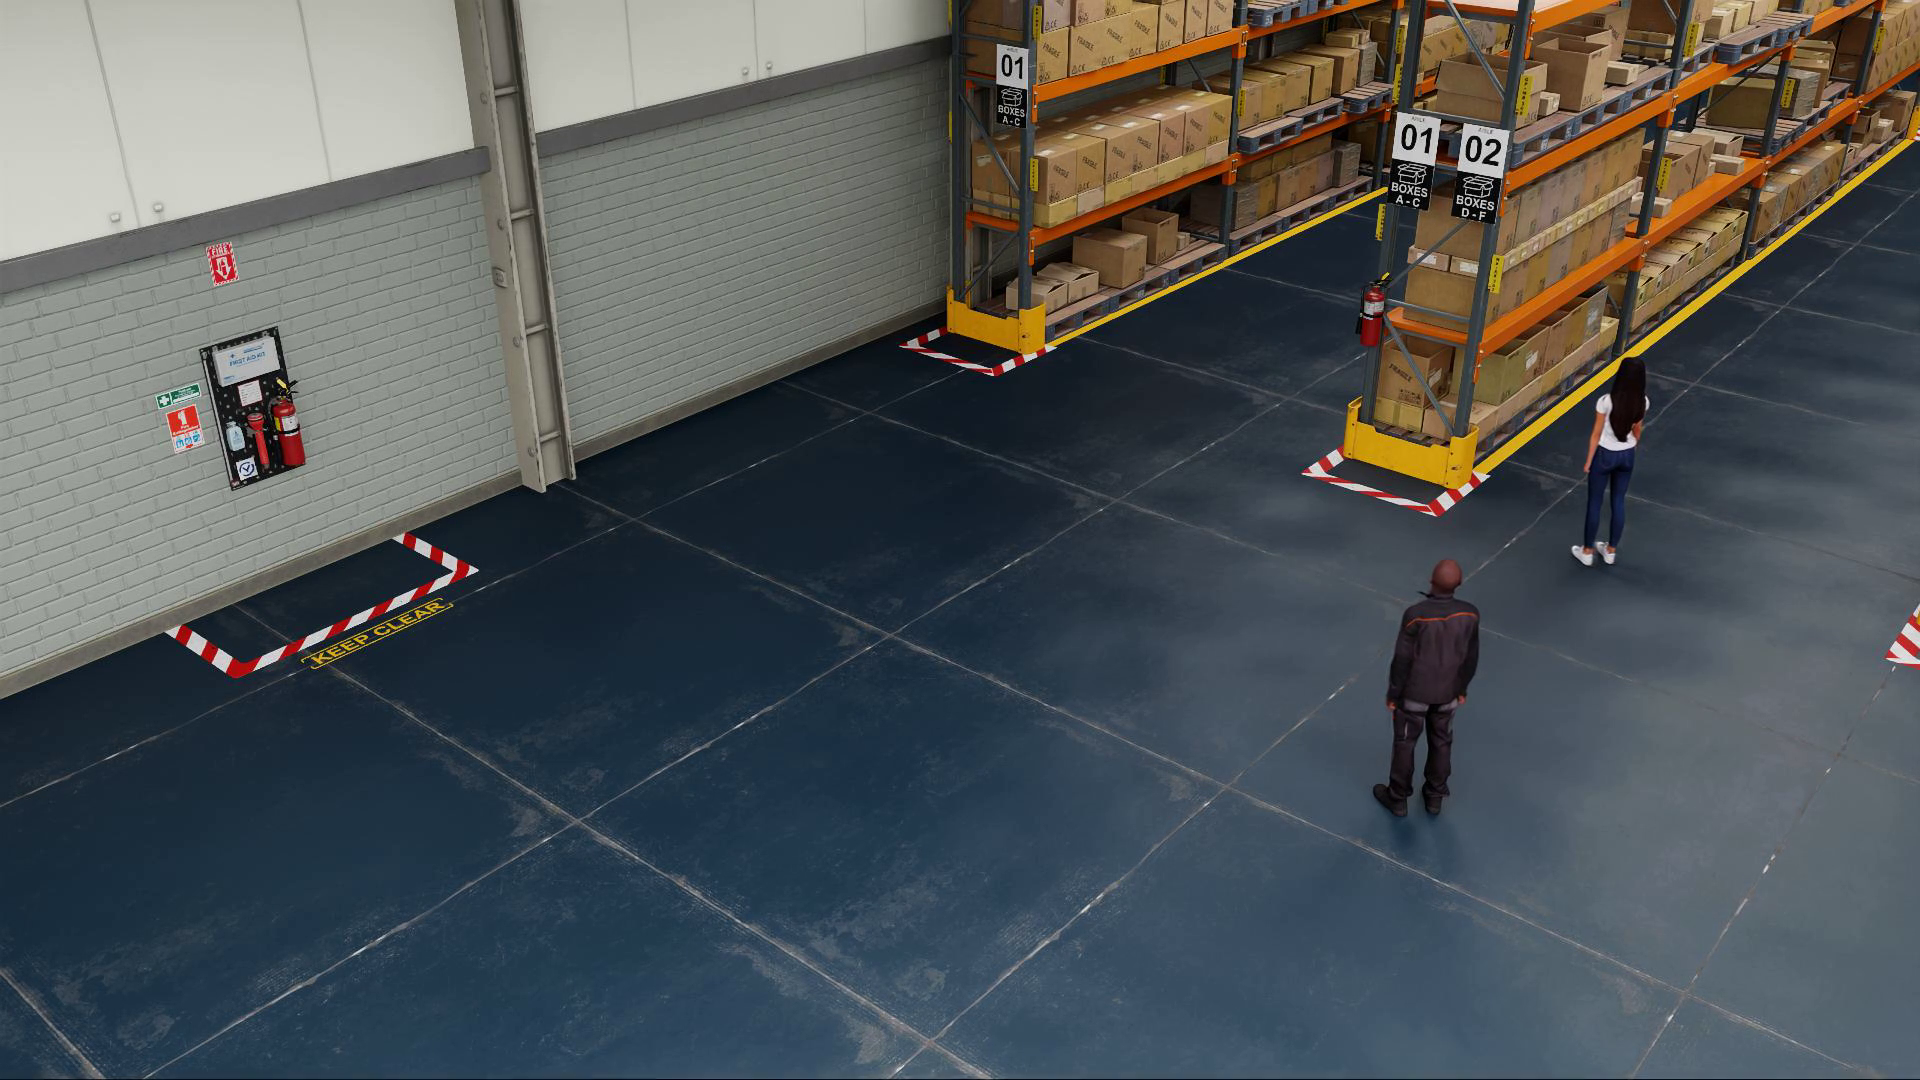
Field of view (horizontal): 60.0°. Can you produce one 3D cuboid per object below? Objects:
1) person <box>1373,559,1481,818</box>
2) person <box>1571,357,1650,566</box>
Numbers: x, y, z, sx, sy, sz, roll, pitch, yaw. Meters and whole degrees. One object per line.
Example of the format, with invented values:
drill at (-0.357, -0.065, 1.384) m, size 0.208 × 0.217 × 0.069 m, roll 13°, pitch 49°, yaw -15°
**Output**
person at (2.934, 0.924, 10.396) m, size 0.792 × 1.825 × 0.852 m, roll -2°, pitch 28°, yaw -4°
person at (5.250, -0.627, 13.362) m, size 0.633 × 1.774 × 0.711 m, roll -5°, pitch 28°, yaw -9°
